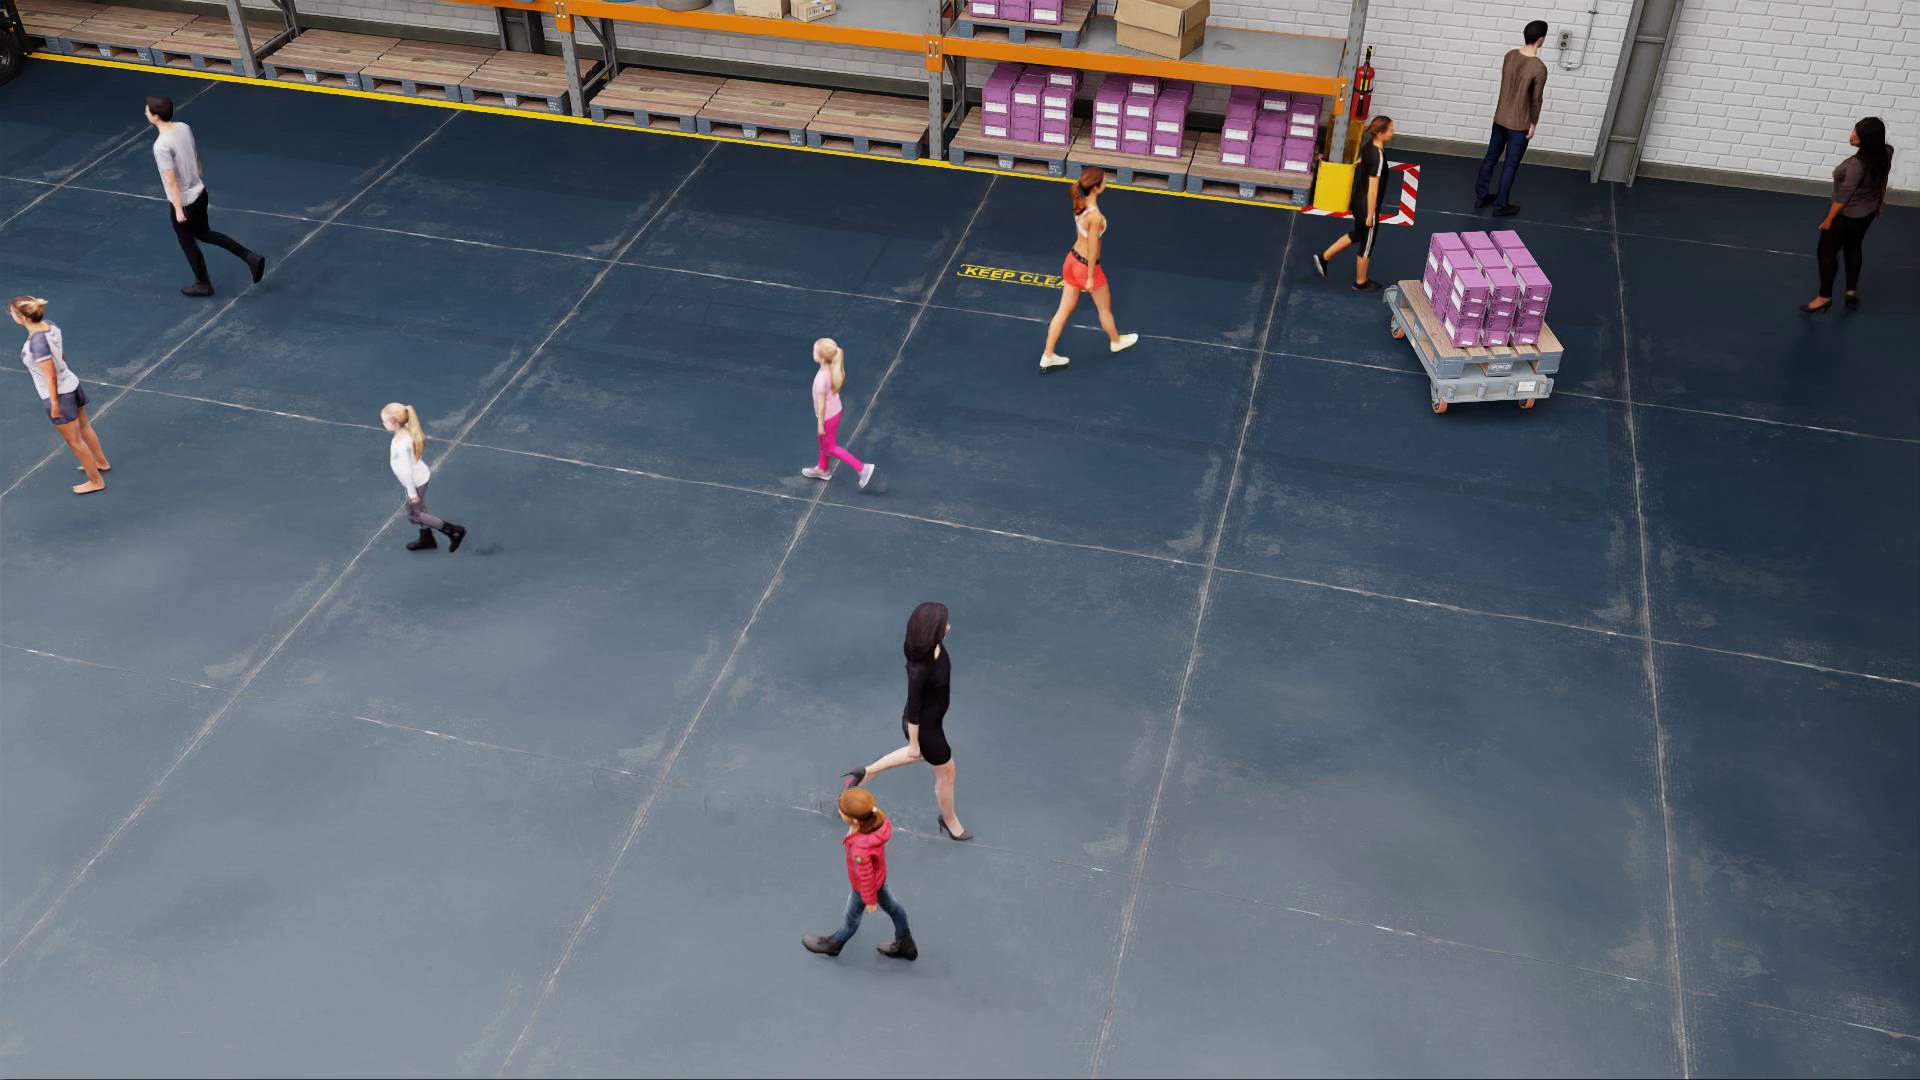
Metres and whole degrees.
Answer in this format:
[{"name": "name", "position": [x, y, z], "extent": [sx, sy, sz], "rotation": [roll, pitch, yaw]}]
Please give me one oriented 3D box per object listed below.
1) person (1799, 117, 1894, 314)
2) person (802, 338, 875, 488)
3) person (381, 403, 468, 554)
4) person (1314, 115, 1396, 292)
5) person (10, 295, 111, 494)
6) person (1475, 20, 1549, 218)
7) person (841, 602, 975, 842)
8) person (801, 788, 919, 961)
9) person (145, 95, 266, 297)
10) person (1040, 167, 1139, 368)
[{"name": "person", "position": [7.685, -2.755, 14.203], "extent": [0.895, 1.804, 0.956], "rotation": [-13, 40, -15]}, {"name": "person", "position": [-0.920, -0.931, 12.357], "extent": [0.815, 1.257, 0.483], "rotation": [9, 40, 12]}, {"name": "person", "position": [-3.779, -0.427, 11.719], "extent": [0.774, 1.267, 0.643], "rotation": [-5, 39, -7]}, {"name": "person", "position": [3.487, -2.943, 14.553], "extent": [0.922, 1.660, 0.719], "rotation": [1, 39, 2]}, {"name": "person", "position": [-6.632, -1.094, 12.267], "extent": [0.677, 1.625, 0.669], "rotation": [-7, 39, -9]}, {"name": "person", "position": [5.210, -3.966, 15.654], "extent": [0.789, 1.886, 0.710], "rotation": [-23, 44, -26]}, {"name": "person", "position": [-0.280, 1.050, 9.460], "extent": [1.046, 1.777, 0.646], "rotation": [7, 39, 8]}, {"name": "person", "position": [-0.411, 1.822, 8.885], "extent": [0.847, 1.287, 0.534], "rotation": [8, 39, 10]}, {"name": "person", "position": [-6.595, -2.946, 14.410], "extent": [1.066, 1.845, 0.797], "rotation": [2, 39, 3]}, {"name": "person", "position": [0.929, -2.162, 13.510], "extent": [1.189, 1.742, 1.066], "rotation": [-16, 41, -19]}]
